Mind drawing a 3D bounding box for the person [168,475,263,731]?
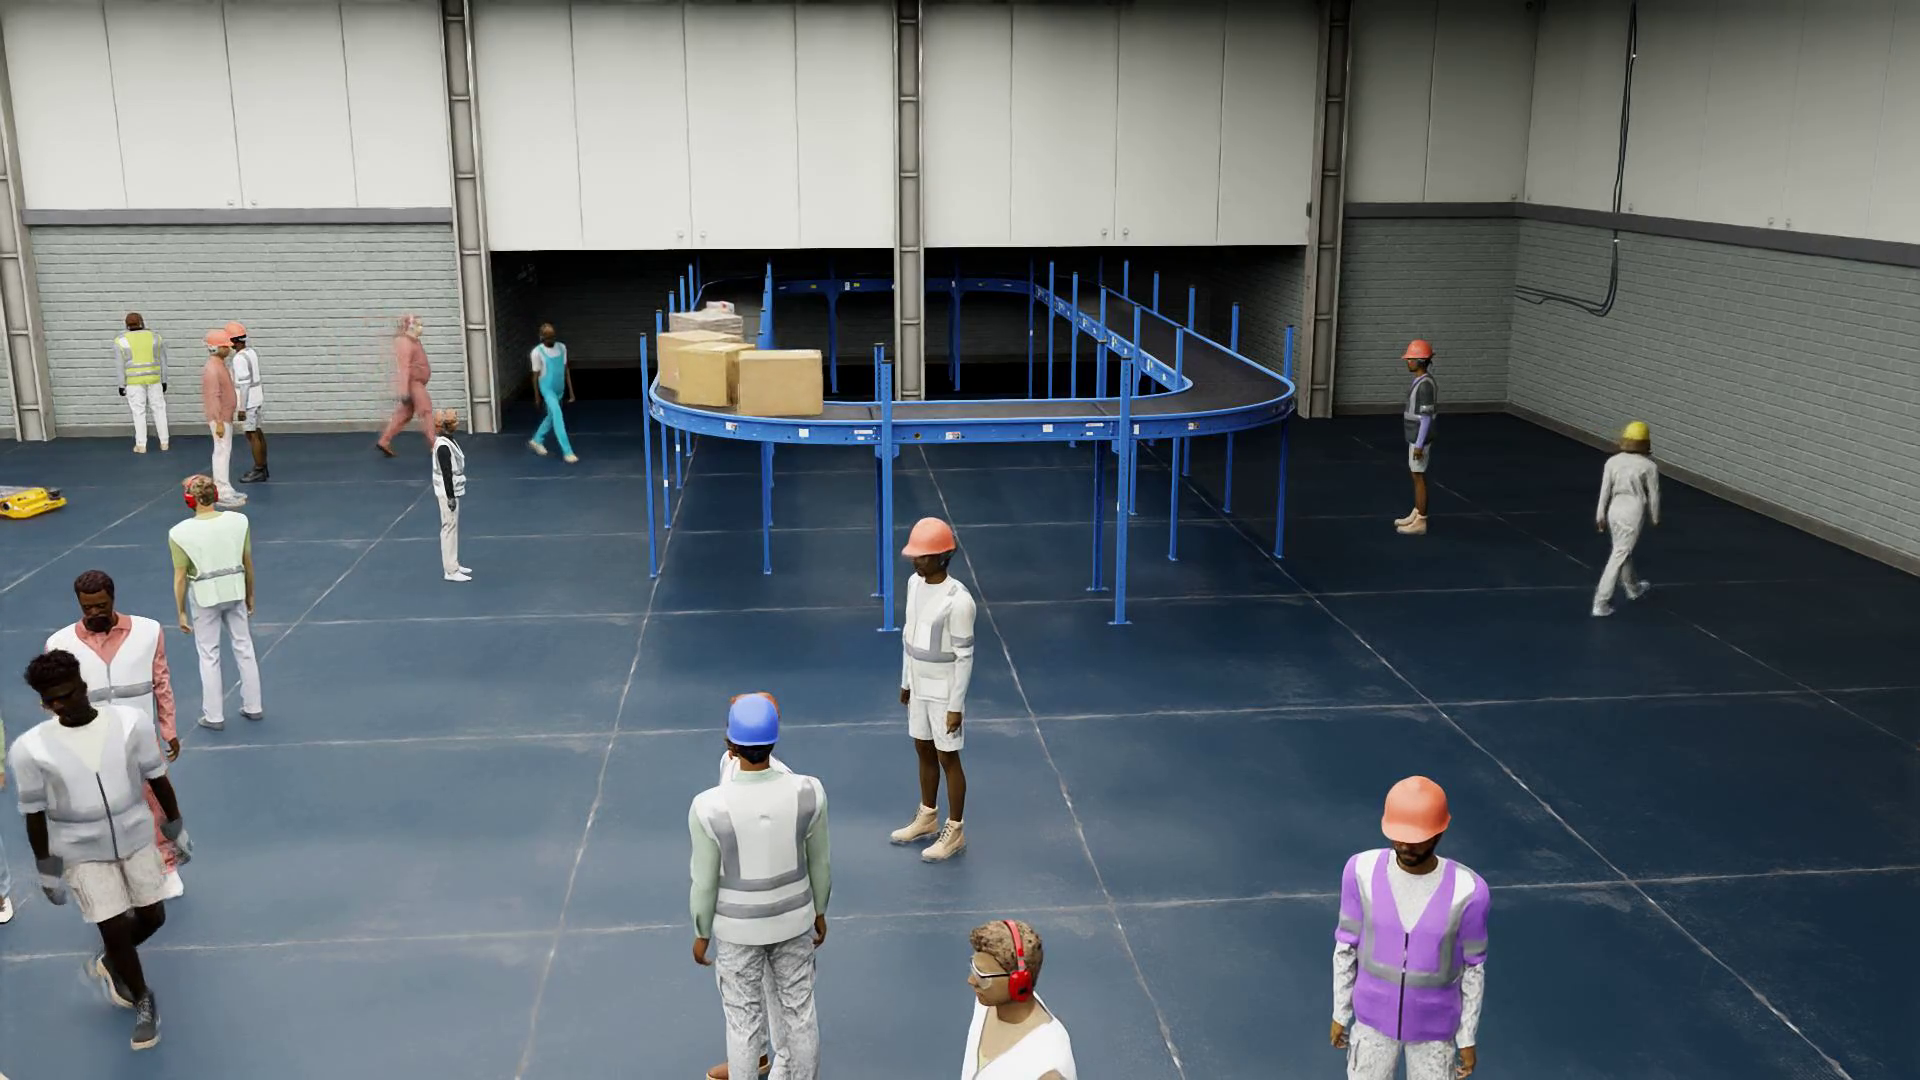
[{"bbox_3d":[-5.259,0.447,11.786,0.384,1.836,0.564,13,19,42],"label":"person"}]

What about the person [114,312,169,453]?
[{"bbox_3d":[-10.733,-2.066,21.837,0.621,1.840,0.430,-11,18,-38],"label":"person"}]

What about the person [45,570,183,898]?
[{"bbox_3d":[-4.632,1.074,9.140,0.597,1.907,0.408,-8,16,-28],"label":"person"}]

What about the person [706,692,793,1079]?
[{"bbox_3d":[-0.890,1.560,7.233,0.355,1.885,0.575,-11,18,-38],"label":"person"}]

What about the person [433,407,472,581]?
[{"bbox_3d":[-4.807,-0.431,15.693,0.306,1.640,0.523,-4,14,-14],"label":"person"}]

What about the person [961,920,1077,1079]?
[{"bbox_3d":[0.181,2.059,5.309,0.382,1.845,0.571,-6,15,-22],"label":"person"}]

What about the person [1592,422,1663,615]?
[{"bbox_3d":[5.910,-0.203,14.675,0.958,1.688,0.485,-9,17,-33],"label":"person"}]

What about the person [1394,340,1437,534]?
[{"bbox_3d":[4.781,-1.078,17.462,0.393,2.041,0.614,3,14,11],"label":"person"}]

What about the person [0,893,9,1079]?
[{"bbox_3d":[-4.416,1.519,7.076,0.536,2.000,0.680,10,17,35],"label":"person"}]

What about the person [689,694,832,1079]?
[{"bbox_3d":[-0.833,1.588,6.988,0.604,1.949,0.389,-5,15,-21],"label":"person"}]

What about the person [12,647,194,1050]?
[{"bbox_3d":[-3.990,1.406,7.787,0.680,1.918,0.642,-11,18,-38],"label":"person"}]

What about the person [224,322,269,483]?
[{"bbox_3d":[-8.579,-1.647,19.973,0.385,1.928,0.547,-2,14,-7],"label":"person"}]

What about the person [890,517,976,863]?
[{"bbox_3d":[-0.162,0.862,9.700,0.369,2.045,0.608,-10,17,-34],"label":"person"}]

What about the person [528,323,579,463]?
[{"bbox_3d":[-5.262,-1.900,21.274,0.896,1.791,0.523,9,17,32],"label":"person"}]

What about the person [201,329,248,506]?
[{"bbox_3d":[-8.325,-1.387,18.798,0.396,1.992,0.623,-4,15,-16],"label":"person"}]

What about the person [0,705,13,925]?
[{"bbox_3d":[-5.354,1.218,8.839,0.525,1.769,0.311,-5,15,-19],"label":"person"}]

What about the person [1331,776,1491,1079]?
[{"bbox_3d":[1.659,1.788,6.212,0.550,1.935,0.375,6,15,22],"label":"person"}]

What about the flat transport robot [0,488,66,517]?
[{"bbox_3d":[-10.826,-0.440,18.505,1.431,0.197,0.652,2,14,8],"label":"flat transport robot"}]

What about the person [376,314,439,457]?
[{"bbox_3d":[-7.110,-1.982,21.458,0.953,1.869,0.644,-4,15,-16],"label":"person"}]
